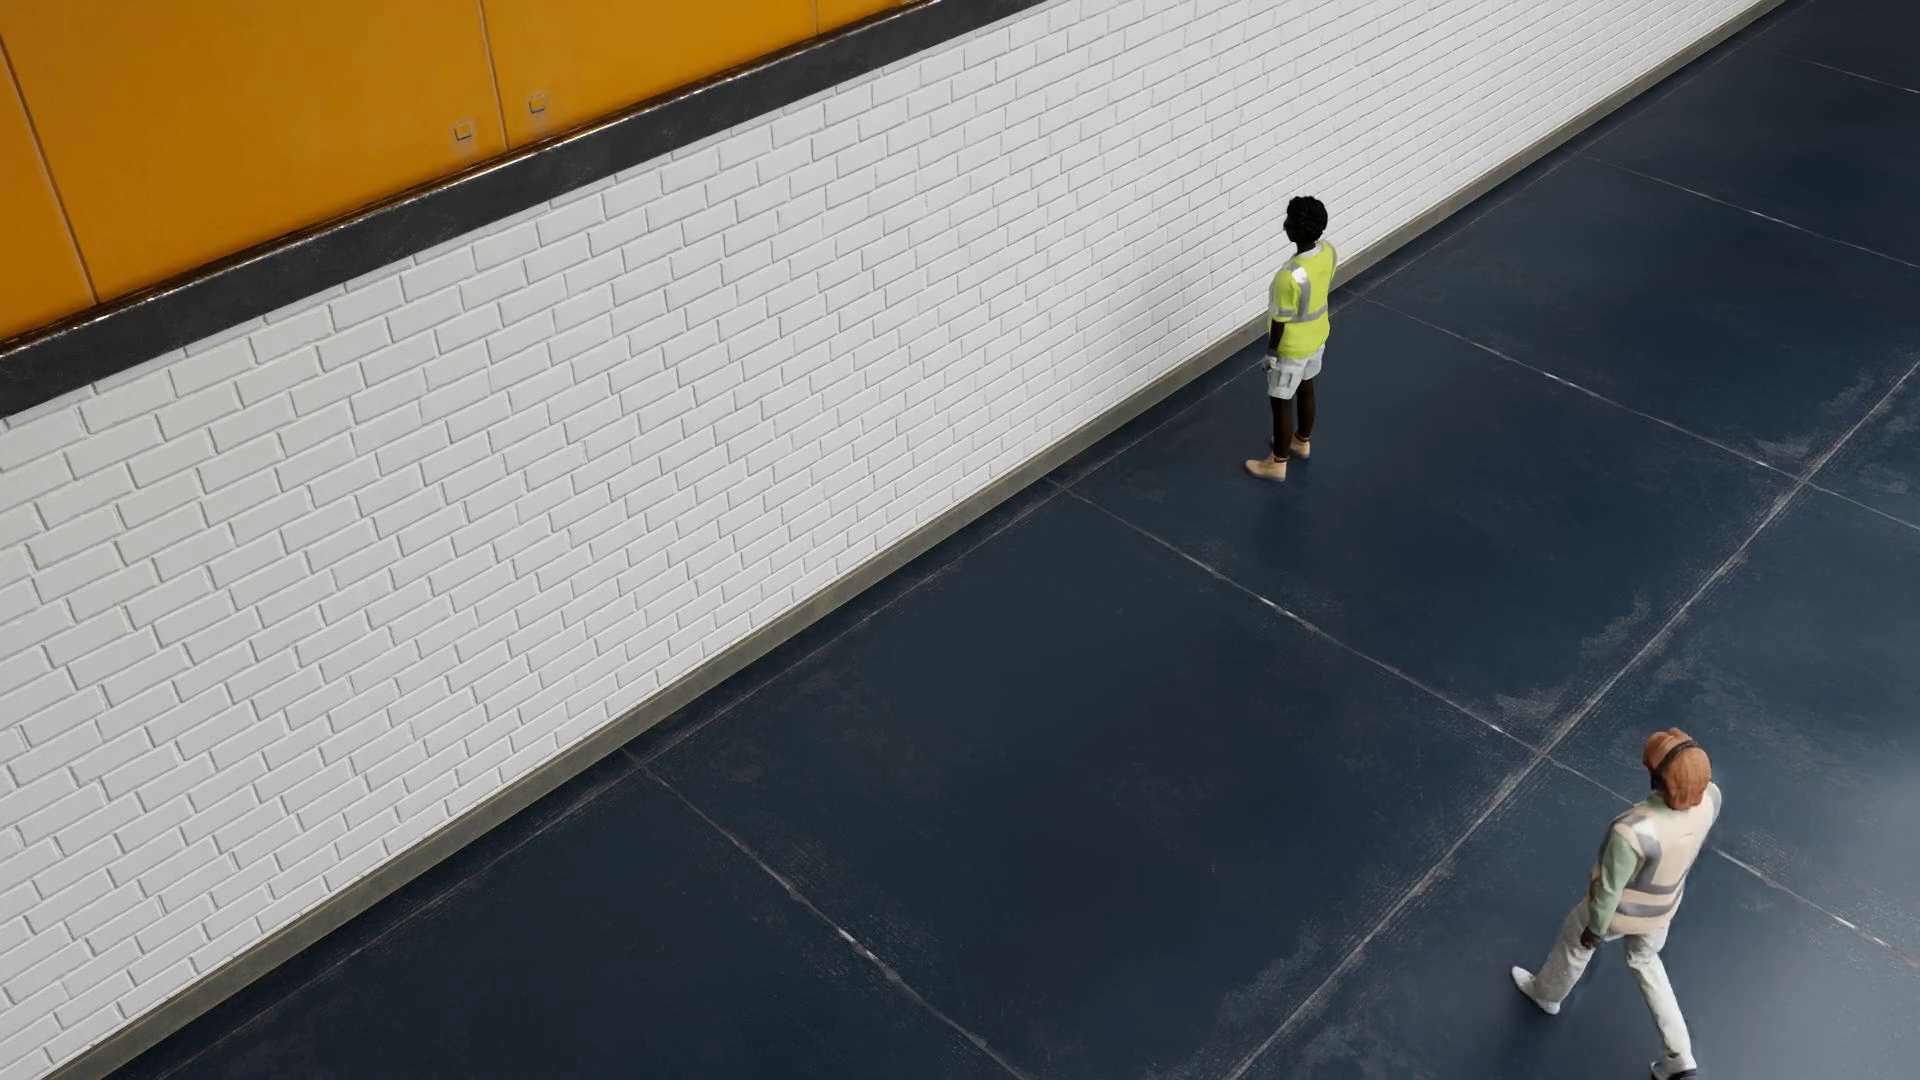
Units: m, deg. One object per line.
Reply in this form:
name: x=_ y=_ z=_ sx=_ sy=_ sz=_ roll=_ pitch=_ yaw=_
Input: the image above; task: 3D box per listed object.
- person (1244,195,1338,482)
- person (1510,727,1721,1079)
person: x=1.845 y=-1.105 z=9.165 sx=0.322 sy=1.690 sz=0.530 roll=26 pitch=45 yaw=28
person: x=2.527 y=1.364 z=6.138 sx=0.523 sy=1.614 sz=0.728 roll=-18 pitch=42 yaw=-21
